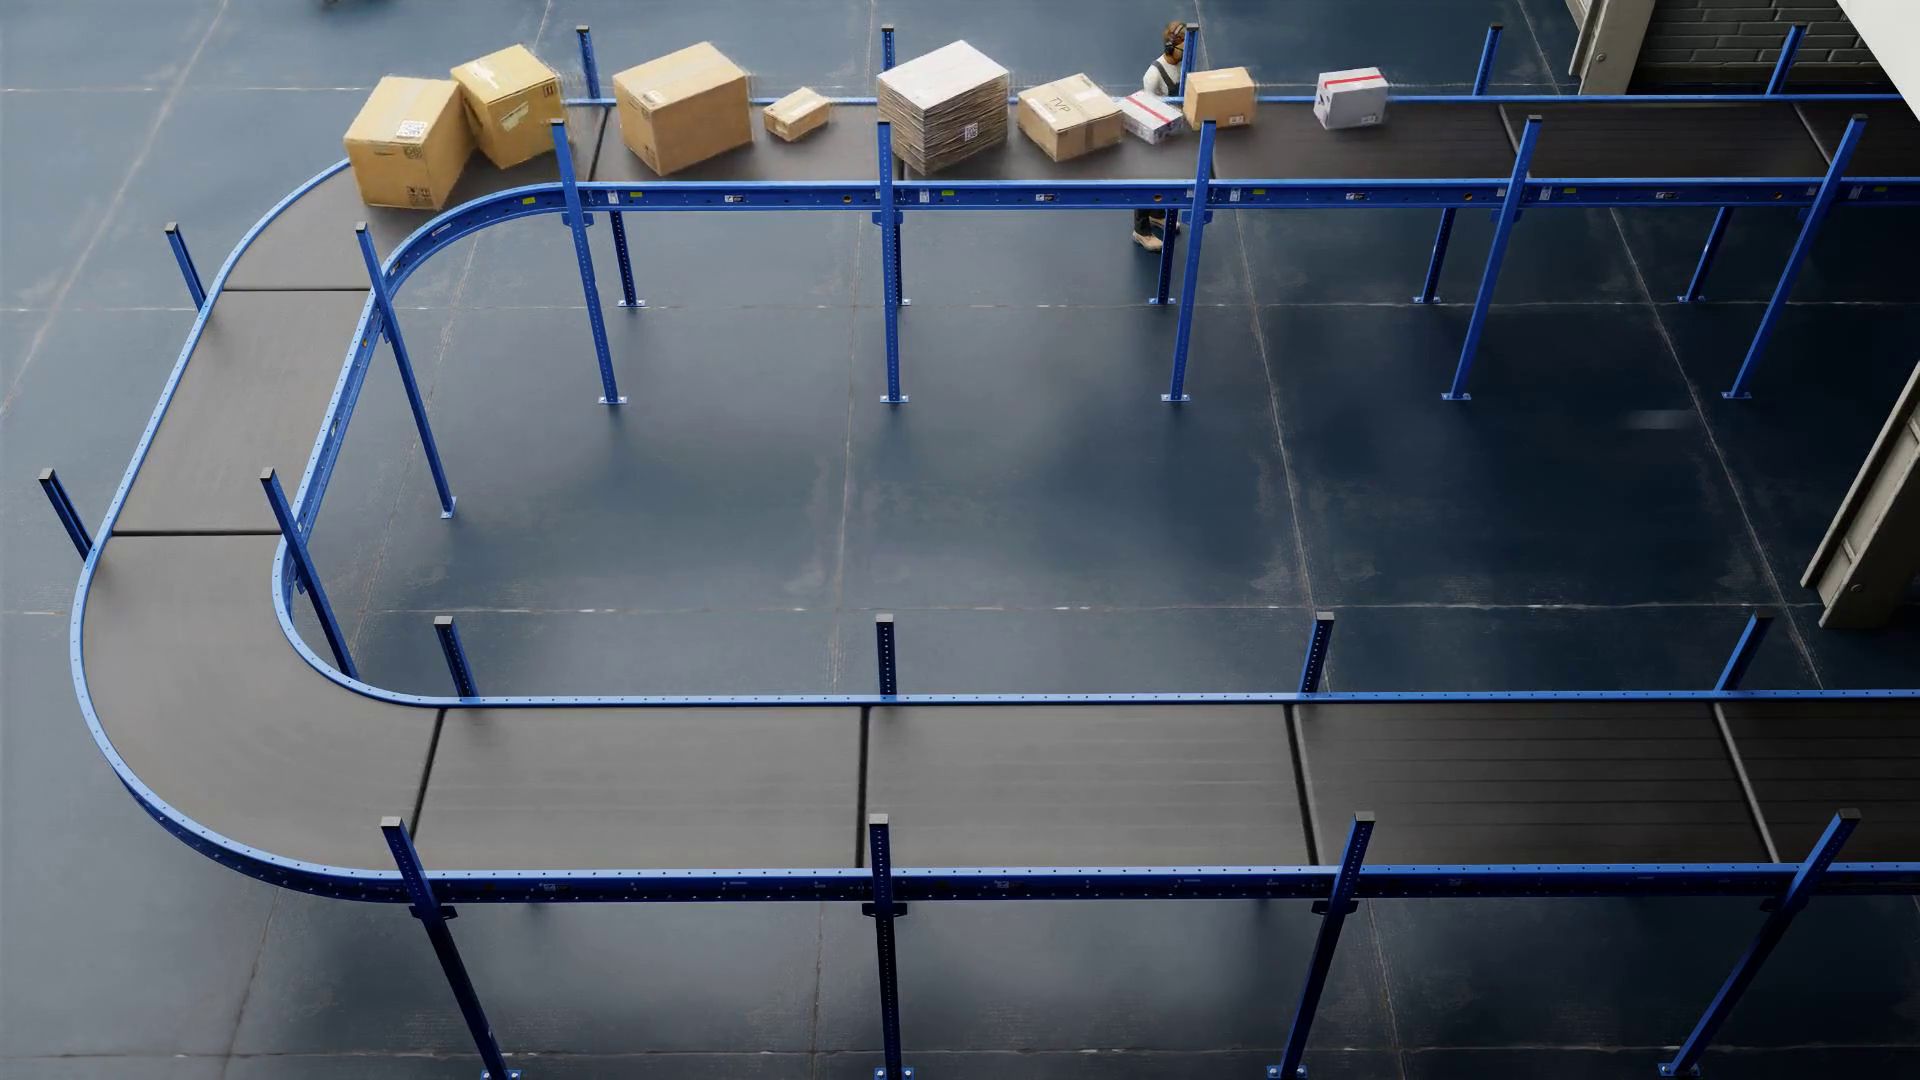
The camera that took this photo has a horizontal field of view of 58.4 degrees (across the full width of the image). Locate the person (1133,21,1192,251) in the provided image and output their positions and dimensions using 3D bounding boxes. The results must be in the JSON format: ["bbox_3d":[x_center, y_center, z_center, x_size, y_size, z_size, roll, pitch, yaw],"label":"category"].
[{"bbox_3d":[1.532,-3.038,12.855,0.346,1.842,0.506,26,52,22],"label":"person"}]
